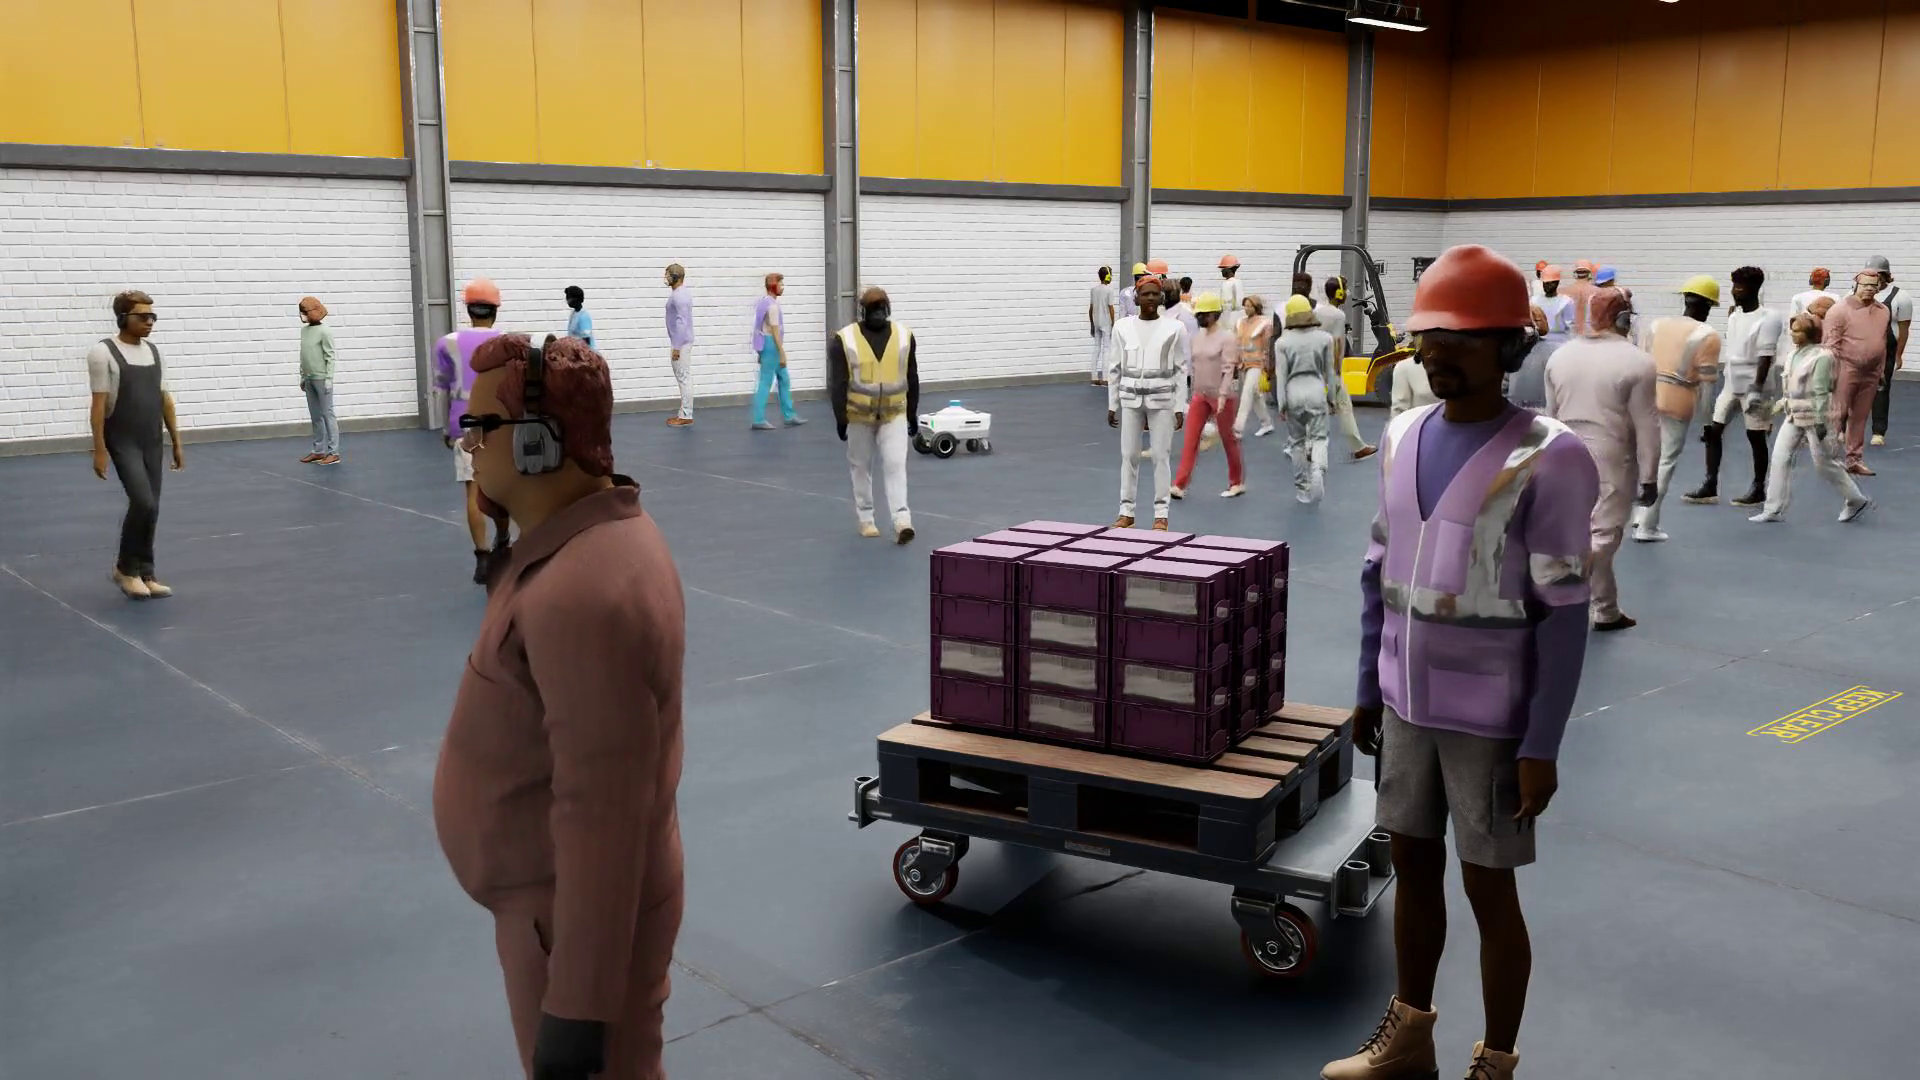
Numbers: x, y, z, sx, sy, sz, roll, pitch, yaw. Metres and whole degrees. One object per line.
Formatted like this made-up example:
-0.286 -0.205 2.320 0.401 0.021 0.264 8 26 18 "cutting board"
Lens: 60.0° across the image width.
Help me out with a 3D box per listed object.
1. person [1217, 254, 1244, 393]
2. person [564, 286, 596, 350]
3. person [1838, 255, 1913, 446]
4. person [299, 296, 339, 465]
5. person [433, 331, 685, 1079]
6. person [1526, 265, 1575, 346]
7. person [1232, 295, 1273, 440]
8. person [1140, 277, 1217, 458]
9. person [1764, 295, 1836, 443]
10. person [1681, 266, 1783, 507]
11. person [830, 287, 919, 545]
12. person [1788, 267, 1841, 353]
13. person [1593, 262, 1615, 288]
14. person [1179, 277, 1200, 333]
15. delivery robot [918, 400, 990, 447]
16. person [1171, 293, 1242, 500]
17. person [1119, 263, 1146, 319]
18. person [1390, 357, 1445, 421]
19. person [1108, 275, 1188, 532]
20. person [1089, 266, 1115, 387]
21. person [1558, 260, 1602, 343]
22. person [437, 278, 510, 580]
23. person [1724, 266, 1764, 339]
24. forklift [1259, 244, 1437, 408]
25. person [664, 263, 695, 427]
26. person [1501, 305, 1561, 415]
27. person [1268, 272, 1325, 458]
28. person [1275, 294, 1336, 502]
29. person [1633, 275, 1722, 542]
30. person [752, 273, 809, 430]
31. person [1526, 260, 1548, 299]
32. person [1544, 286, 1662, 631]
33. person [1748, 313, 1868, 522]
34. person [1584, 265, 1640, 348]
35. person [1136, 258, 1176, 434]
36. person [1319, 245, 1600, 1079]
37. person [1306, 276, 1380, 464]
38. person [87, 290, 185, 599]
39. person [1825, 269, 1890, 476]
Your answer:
3.945 -3.173 24.507 0.376 2.041 0.615 5 11 27 "person"
-4.537 -2.225 20.088 0.466 1.660 0.717 -4 11 -24 "person"
9.761 -2.033 17.842 0.681 2.000 0.536 9 13 44 "person"
-6.270 -1.552 16.216 0.498 1.633 0.284 7 12 36 "person"
-0.639 0.618 2.716 0.403 1.906 0.652 -2 10 -10 "person"
6.757 -2.208 19.267 0.566 1.908 0.819 9 13 42 "person"
3.244 -1.922 18.516 0.876 1.592 0.510 -6 12 -33 "person"
2.187 -1.714 16.644 0.690 1.817 0.626 -3 10 -16 "person"
9.188 -1.873 18.163 0.572 1.599 0.693 -3 10 -15 "person"
6.228 -1.219 13.363 0.780 1.938 0.630 -2 10 -14 "person"
-0.574 -0.860 11.689 0.646 1.793 0.958 -2 10 -12 "person"
10.384 -2.362 20.227 0.587 1.882 0.341 9 13 43 "person"
8.844 -2.855 22.948 0.649 1.938 0.523 -3 10 -18 "person"
3.644 -3.408 26.922 0.531 1.694 0.320 5 11 25 "person"
-0.052 -1.175 16.888 0.707 0.478 0.477 -5 11 -27 "delivery robot"
2.057 -1.178 13.770 0.900 1.718 0.536 -8 13 -40 "person"
2.515 -2.920 23.369 0.595 1.923 0.379 0 10 -2 "person"
2.765 -0.493 9.683 0.537 1.744 0.676 1 10 3 "person"
1.358 -0.982 12.141 0.584 1.884 0.346 3 10 19 "person"
2.228 -3.321 25.887 0.309 1.868 0.535 -8 13 -40 "person"
8.222 -2.731 22.115 0.626 1.967 0.460 5 11 28 "person"
-3.034 -0.715 10.605 0.547 1.886 0.987 -3 10 -17 "person"
11.862 -3.198 25.164 0.532 1.868 0.310 2 10 14 "person"
5.256 -2.933 22.661 2.313 2.155 1.214 3 10 16 "forklift"
-3.338 -2.312 19.772 0.370 1.941 0.627 -1 10 -7 "person"
4.523 -1.045 13.251 0.500 1.633 0.284 6 11 31 "person"
3.469 -1.787 16.943 0.584 1.864 1.064 6 11 31 "person"
2.798 -1.130 13.489 0.513 1.713 0.621 2 10 9 "person"
5.036 -0.912 11.724 0.546 1.881 0.633 -4 11 -24 "person"
-2.081 -2.193 19.407 0.811 1.816 0.606 -2 10 -14 "person"
10.501 -4.083 30.128 0.552 1.942 0.342 3 10 18 "person"
3.331 -0.391 8.725 0.899 1.874 0.650 -5 11 -29 "person"
6.472 -0.906 12.551 0.815 1.606 0.526 -1 10 -5 "person"
8.033 -2.437 20.596 0.724 1.903 0.624 -8 13 -39 "person"
2.215 -2.199 18.949 0.376 1.995 0.609 -4 11 -25 "person"
1.110 0.367 3.780 0.373 2.043 0.615 -5 11 -29 "person"
3.691 -1.653 16.243 0.941 1.822 0.555 -4 10 -21 "person"
-4.814 -0.543 9.742 0.432 1.825 0.540 4 10 20 "person"
8.259 -1.530 15.299 0.642 1.905 0.399 -2 10 -13 "person"
